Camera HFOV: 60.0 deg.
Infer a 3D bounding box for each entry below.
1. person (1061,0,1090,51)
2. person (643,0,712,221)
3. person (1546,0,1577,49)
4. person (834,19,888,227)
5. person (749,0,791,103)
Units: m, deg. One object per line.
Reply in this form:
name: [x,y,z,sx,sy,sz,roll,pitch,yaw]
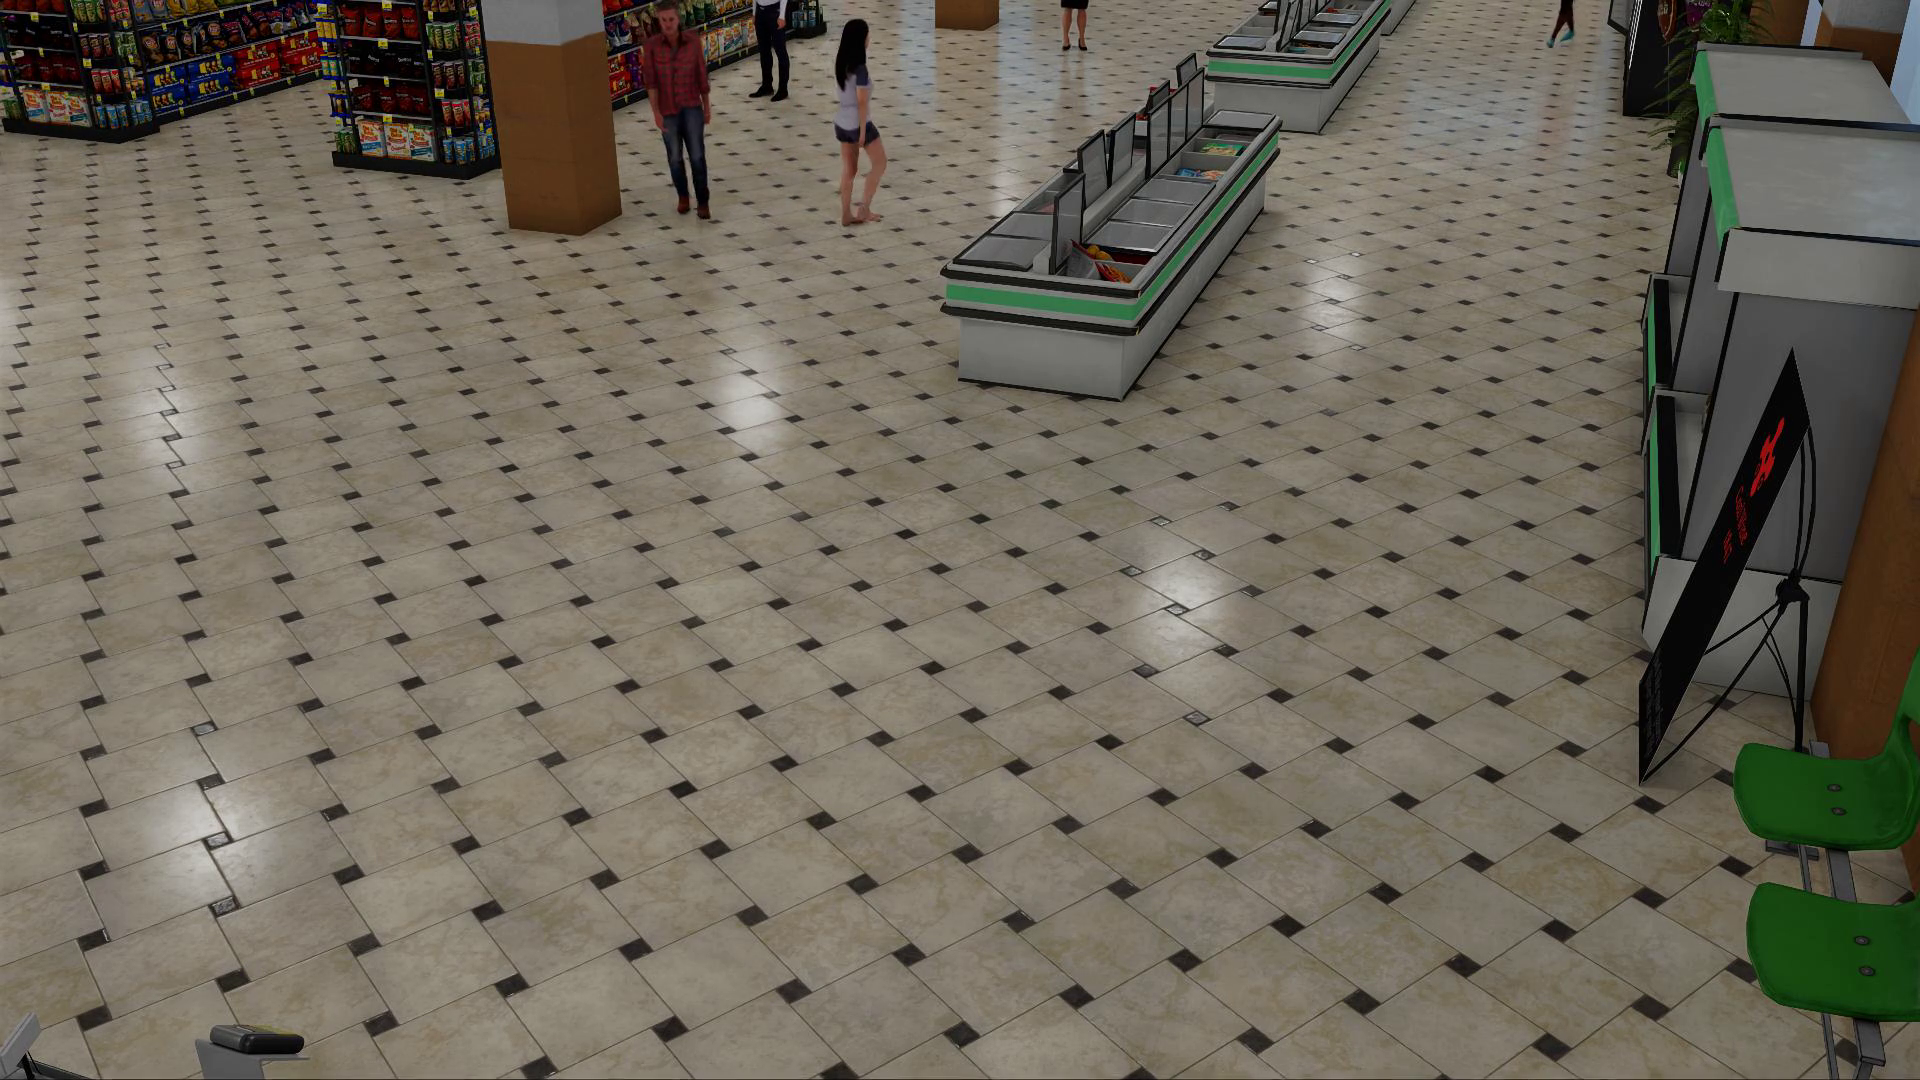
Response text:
person: [1.473,-7.035,20.932,0.787,1.670,0.750,0,27,0]
person: [-2.393,-3.676,14.164,0.973,1.801,1.135,-4,27,-8]
person: [7.766,-7.091,21.043,0.812,1.669,1.198,21,33,35]
person: [-0.941,-3.432,13.804,0.758,1.691,0.713,-19,32,-32]
person: [-2.085,-5.831,18.338,0.683,1.868,0.679,19,32,32]
